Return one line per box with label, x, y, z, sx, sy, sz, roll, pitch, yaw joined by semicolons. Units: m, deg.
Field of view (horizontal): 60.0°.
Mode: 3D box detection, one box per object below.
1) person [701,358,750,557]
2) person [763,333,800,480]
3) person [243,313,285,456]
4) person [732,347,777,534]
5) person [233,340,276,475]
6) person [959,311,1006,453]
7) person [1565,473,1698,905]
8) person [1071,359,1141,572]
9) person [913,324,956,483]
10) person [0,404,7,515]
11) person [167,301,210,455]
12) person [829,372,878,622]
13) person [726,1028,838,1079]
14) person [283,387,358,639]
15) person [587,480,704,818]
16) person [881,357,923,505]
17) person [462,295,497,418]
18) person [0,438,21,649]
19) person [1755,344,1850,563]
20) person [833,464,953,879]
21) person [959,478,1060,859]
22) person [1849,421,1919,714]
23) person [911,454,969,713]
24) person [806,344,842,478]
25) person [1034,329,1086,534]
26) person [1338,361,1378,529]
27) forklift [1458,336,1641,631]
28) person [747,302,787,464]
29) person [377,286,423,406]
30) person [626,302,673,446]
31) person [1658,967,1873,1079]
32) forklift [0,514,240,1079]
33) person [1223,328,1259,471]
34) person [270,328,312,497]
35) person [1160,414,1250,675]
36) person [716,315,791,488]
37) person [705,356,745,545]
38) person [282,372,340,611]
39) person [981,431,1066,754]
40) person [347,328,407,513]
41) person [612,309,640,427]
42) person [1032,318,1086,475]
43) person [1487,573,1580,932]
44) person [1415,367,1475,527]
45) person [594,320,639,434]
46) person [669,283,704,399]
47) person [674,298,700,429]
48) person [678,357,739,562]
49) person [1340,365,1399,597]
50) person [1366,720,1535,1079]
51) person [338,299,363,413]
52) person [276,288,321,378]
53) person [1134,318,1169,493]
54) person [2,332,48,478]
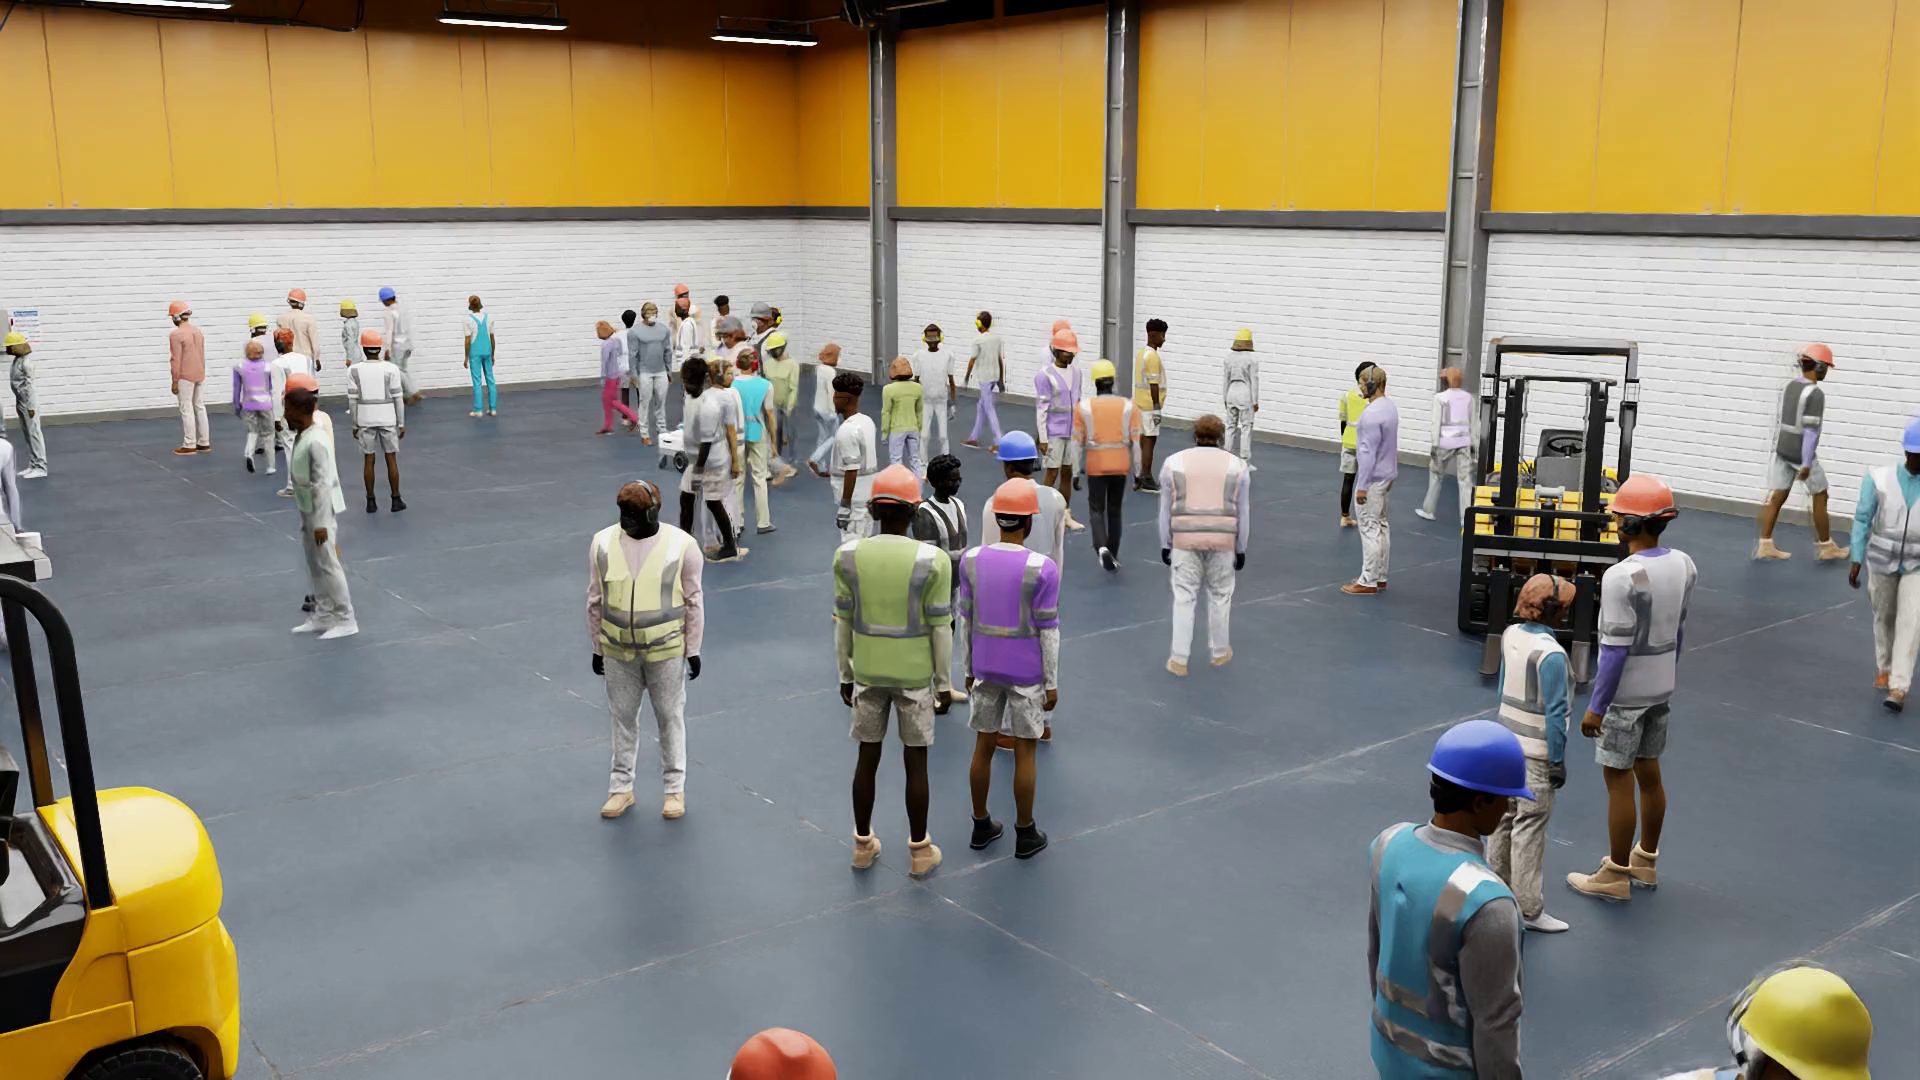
person;-2.216;-0.750;15.341;0.505;1.842;0.346;11;16;43
person;-2.121;-1.552;19.494;0.531;1.719;0.802;5;13;21
person;-8.966;-2.001;21.405;0.404;1.830;0.600;6;13;25
person;-2.086;-0.968;16.381;0.571;1.844;0.376;2;12;10
person;-8.359;-1.561;19.796;0.542;1.622;0.444;-2;12;-8
person;0.261;-2.064;21.725;0.890;1.821;0.480;9;15;38
person;3.153;0.701;7.843;0.605;2.045;0.377;-8;14;-35
person;1.299;-0.635;14.659;0.627;1.897;0.677;-1;12;-7
person;-0.297;-1.583;19.326;0.511;1.862;0.325;0;12;0
person;-9.175;-0.747;15.518;0.525;1.765;0.329;-4;12;-19
person;-9.990;-2.095;21.510;0.412;1.980;0.626;2;12;10
person;-0.834;-0.333;13.022;0.364;1.964;0.611;3;12;12
person;-0.340;1.783;3.324;0.342;1.748;0.573;11;16;43
person;-4.856;-0.198;12.544;0.410;1.924;0.601;-7;14;-31
person;-1.686;0.585;8.904;0.623;1.840;0.430;1;12;5
person;-0.607;-1.137;17.744;0.498;1.624;0.301;-8;14;-34
person;-7.243;-2.764;25.070;0.505;1.841;0.347;-11;16;-42
person;-7.264;-0.139;12.310;0.948;1.884;0.590;9;15;36
person;7.758;-0.775;15.113;0.940;1.993;0.601;-1;12;-5
person;-0.319;0.641;8.175;0.609;2.035;0.417;4;12;17
person;0.260;0.645;8.397;0.544;1.930;0.389;6;13;27
person;6.155;0.152;10.883;0.612;1.877;1.053;8;14;33
person;-0.126;0.275;10.766;0.321;1.689;0.530;7;14;31
person;-1.594;-1.505;19.548;0.417;1.612;0.597;-6;13;-28
person;1.007;-1.059;16.391;0.611;2.030;0.409;-11;16;-43
person;3.998;-0.930;16.562;0.322;1.696;0.536;-9;15;-37
forklift;4.683;-0.471;13.136;1.214;2.155;2.313;4;12;20
person;-2.445;-1.905;20.435;0.537;2.000;0.674;-8;14;-33
person;-8.874;-3.065;26.347;0.579;1.921;0.670;1;12;6
person;-4.135;-2.221;22.251;0.636;1.928;0.387;-9;15;-37
person;1.651;1.707;3.564;0.599;1.806;0.742;3;12;15
forklift;-3.687;1.115;5.480;2.313;2.155;1.214;-9;15;-36
person;3.417;-1.701;20.202;0.488;1.737;0.326;11;16;42
person;-7.401;-1.410;18.449;0.359;1.878;0.575;5;13;21
person;1.713;0.032;11.683;0.627;1.816;0.618;2;12;9
person;-2.411;-1.556;18.752;0.904;2.000;0.685;-3;12;-13
person;-2.251;-0.842;15.852;0.403;1.817;0.602;0;12;-1
person;-5.201;-0.388;13.384;0.373;1.928;0.543;-3;12;-14
person;0.357;0.311;9.991;0.599;1.939;0.414;-9;15;-36
person;-6.135;-1.253;17.527;0.551;1.940;0.349;-2;12;-11
person;-4.747;-2.473;24.011;0.532;1.697;0.322;-1;12;-7
person;1.141;-1.715;19.878;0.633;1.894;0.653;-9;15;-37
person;2.606;0.958;7.586;0.311;1.640;0.513;-2;12;-8
person;4.990;-0.956;16.935;0.543;1.593;0.696;-3;12;-16
person;-4.802;-2.255;23.175;0.590;1.613;0.513;-1;12;-6
person;-4.470;-3.250;27.249;0.577;1.908;0.477;1;12;3
person;-3.904;-2.522;23.809;0.357;1.880;0.574;-1;12;-5
person;-2.369;-0.696;14.904;0.828;1.908;0.689;-6;13;-29
person;3.450;-0.492;13.899;0.385;1.929;0.635;6;13;28
person;1.334;1.434;4.561;0.402;1.938;0.603;-4;12;-17
person;-9.371;-2.828;25.612;0.297;1.745;0.484;-2;12;-8
person;-9.550;-2.638;24.087;0.623;1.992;0.397;1;12;7
person;2.159;-1.520;18.776;0.381;1.958;0.602;-2;12;-9
person;-11.098;-1.601;19.720;0.321;1.736;0.484;-11;16;-44
